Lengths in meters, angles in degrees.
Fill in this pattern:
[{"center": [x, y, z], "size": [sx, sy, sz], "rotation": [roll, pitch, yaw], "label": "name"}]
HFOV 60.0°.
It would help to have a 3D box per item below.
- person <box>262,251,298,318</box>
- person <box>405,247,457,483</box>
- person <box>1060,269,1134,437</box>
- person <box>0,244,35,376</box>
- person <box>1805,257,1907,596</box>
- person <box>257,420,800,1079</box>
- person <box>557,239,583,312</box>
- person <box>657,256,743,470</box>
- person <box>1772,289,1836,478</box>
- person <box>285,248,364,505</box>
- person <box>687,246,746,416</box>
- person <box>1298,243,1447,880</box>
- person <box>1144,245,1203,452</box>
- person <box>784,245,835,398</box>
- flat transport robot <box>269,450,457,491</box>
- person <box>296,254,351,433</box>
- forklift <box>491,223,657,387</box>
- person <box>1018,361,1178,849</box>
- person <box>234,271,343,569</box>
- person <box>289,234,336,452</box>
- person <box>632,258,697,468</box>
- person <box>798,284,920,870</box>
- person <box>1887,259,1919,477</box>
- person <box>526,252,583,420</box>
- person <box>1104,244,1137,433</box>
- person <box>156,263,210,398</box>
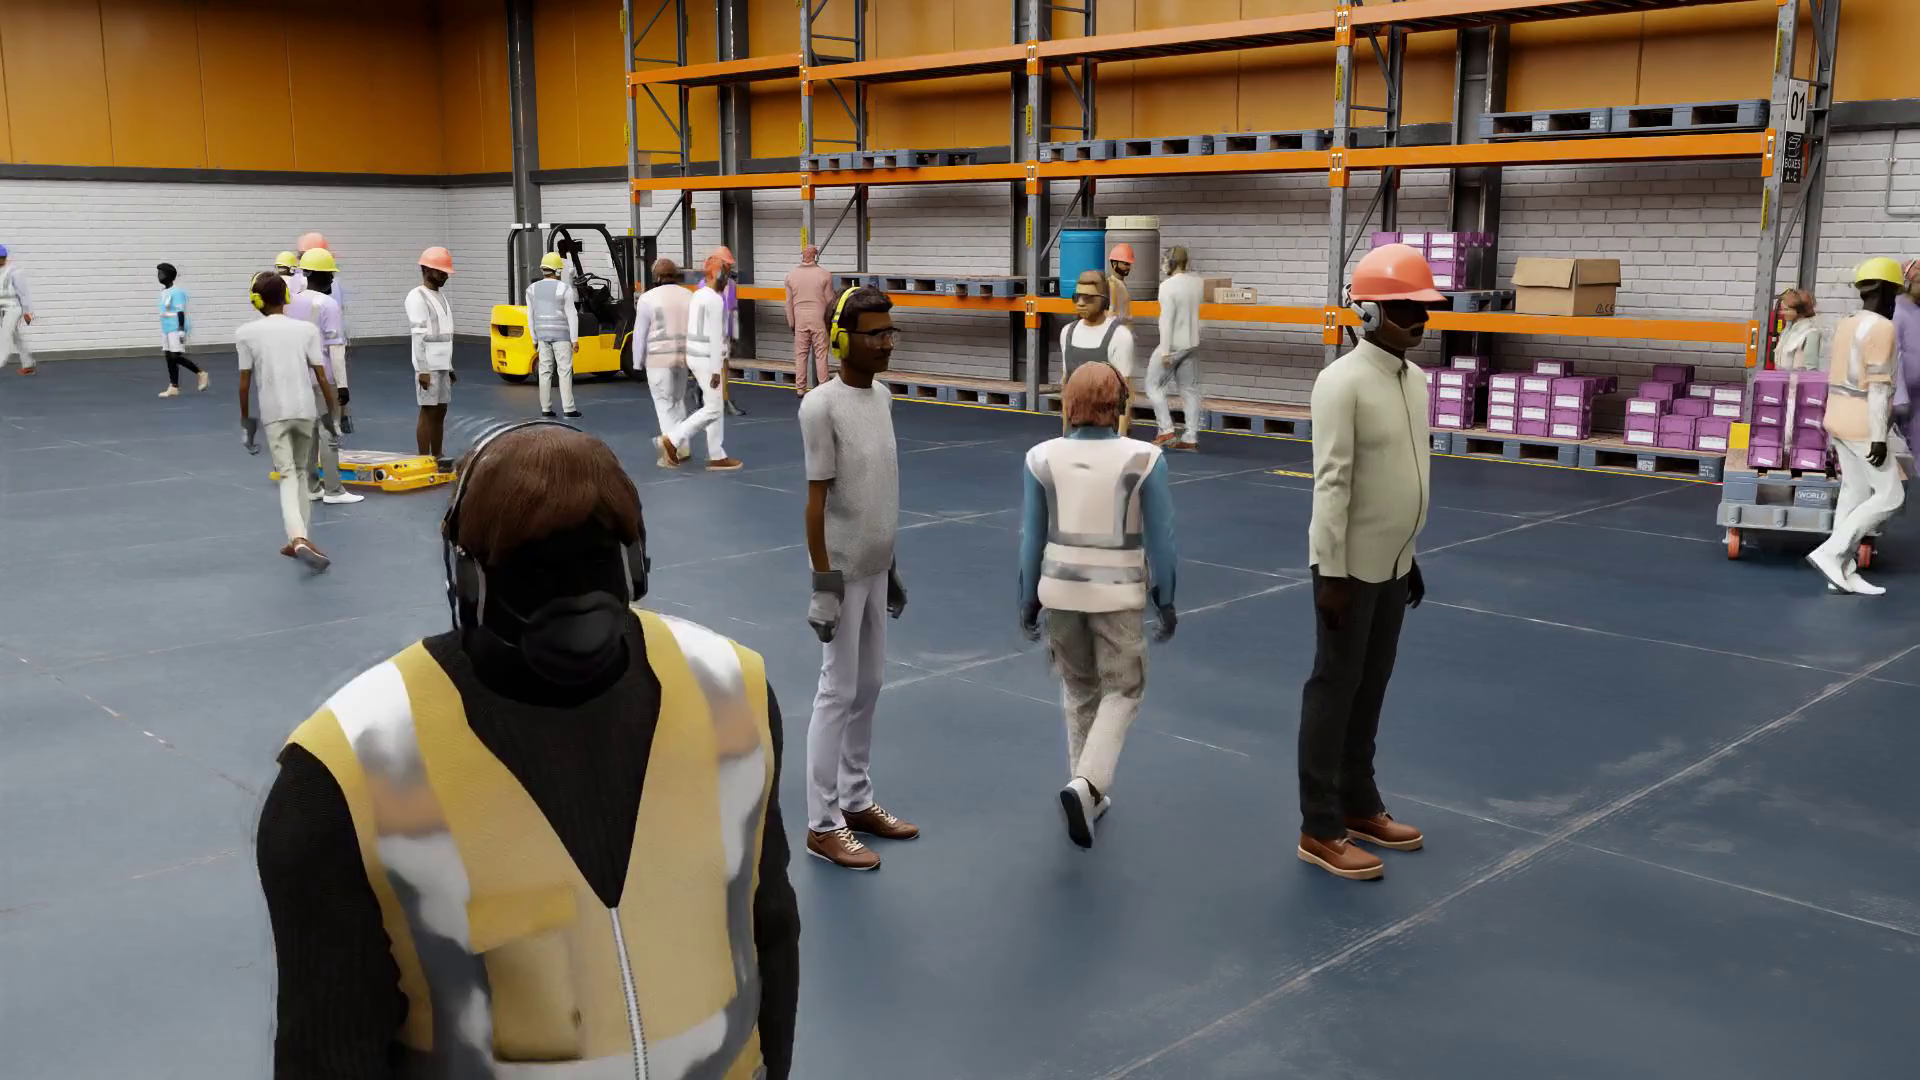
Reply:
[{"center": [-7.903, -2.477, 19.620], "size": [0.592, 1.832, 0.404], "rotation": [1, 10, 5], "label": "person"}, {"center": [-4.296, -1.434, 13.673], "size": [0.375, 1.928, 0.542], "rotation": [1, 10, 7], "label": "person"}, {"center": [0.766, -0.621, 9.506], "size": [0.524, 1.831, 0.401], "rotation": [8, 13, 36], "label": "person"}, {"center": [-13.633, -3.249, 23.653], "size": [0.612, 1.891, 1.006], "rotation": [4, 11, 23], "label": "person"}, {"center": [5.075, -0.624, 9.329], "size": [0.415, 1.894, 0.633], "rotation": [2, 11, 8], "label": "person"}, {"center": [-0.415, 0.778, 1.898], "size": [0.650, 1.819, 0.638], "rotation": [-6, 12, -31], "label": "person"}, {"center": [-6.361, -3.869, 26.843], "size": [0.600, 1.967, 0.369], "rotation": [1, 10, 5], "label": "person"}, {"center": [-2.225, -1.485, 14.154], "size": [0.712, 1.853, 0.636], "rotation": [-5, 12, -27], "label": "person"}, {"center": [6.286, -1.055, 12.441], "size": [0.468, 1.625, 0.523], "rotation": [1, 10, 5], "label": "person"}, {"center": [-4.815, -1.230, 12.558], "size": [0.594, 1.925, 0.376], "rotation": [7, 12, 34], "label": "person"}, {"center": [-2.797, -2.370, 18.868], "size": [0.900, 1.909, 0.552], "rotation": [7, 13, 34], "label": "person"}, {"center": [1.326, 0.062, 5.330], "size": [0.392, 1.995, 0.612], "rotation": [9, 14, 40], "label": "person"}, {"center": [2.012, -1.775, 15.541], "size": [0.560, 1.922, 0.629], "rotation": [10, 14, 44], "label": "person"}, {"center": [-1.838, -2.706, 20.675], "size": [0.642, 1.906, 0.410], "rotation": [2, 11, 12], "label": "person"}, {"center": [-4.851, -0.581, 13.541], "size": [1.431, 0.197, 0.652], "rotation": [5, 11, 25], "label": "flat transport robot"}, {"center": [-6.573, -2.040, 17.018], "size": [0.726, 1.907, 0.568], "rotation": [3, 11, 14], "label": "person"}, {"center": [-5.316, -3.263, 22.920], "size": [2.313, 2.155, 1.214], "rotation": [-10, 14, -44], "label": "forklift"}, {"center": [0.430, 0.220, 5.513], "size": [0.538, 1.616, 0.616], "rotation": [4, 11, 23], "label": "person"}, {"center": [-4.078, -0.726, 10.145], "size": [0.571, 1.822, 0.861], "rotation": [-8, 13, -35], "label": "person"}, {"center": [-5.835, -1.706, 14.944], "size": [0.552, 2.048, 0.642], "rotation": [-9, 13, -39], "label": "person"}, {"center": [-2.578, -1.539, 14.546], "size": [0.508, 1.827, 0.630], "rotation": [10, 15, 44], "label": "person"}, {"center": [-0.326, 0.113, 5.396], "size": [0.312, 1.869, 0.535], "rotation": [5, 11, 24], "label": "person"}, {"center": [6.603, -1.008, 11.562], "size": [0.662, 1.849, 1.013], "rotation": [-7, 12, -33], "label": "person"}, {"center": [-4.449, -2.234, 18.289], "size": [0.588, 1.835, 0.403], "rotation": [3, 11, 15], "label": "person"}, {"center": [1.602, -2.017, 16.829], "size": [0.369, 1.933, 0.551], "rotation": [3, 11, 17], "label": "person"}, {"center": [-9.783, -2.621, 20.797], "size": [0.547, 1.682, 0.523], "rotation": [9, 14, 40], "label": "person"}]
